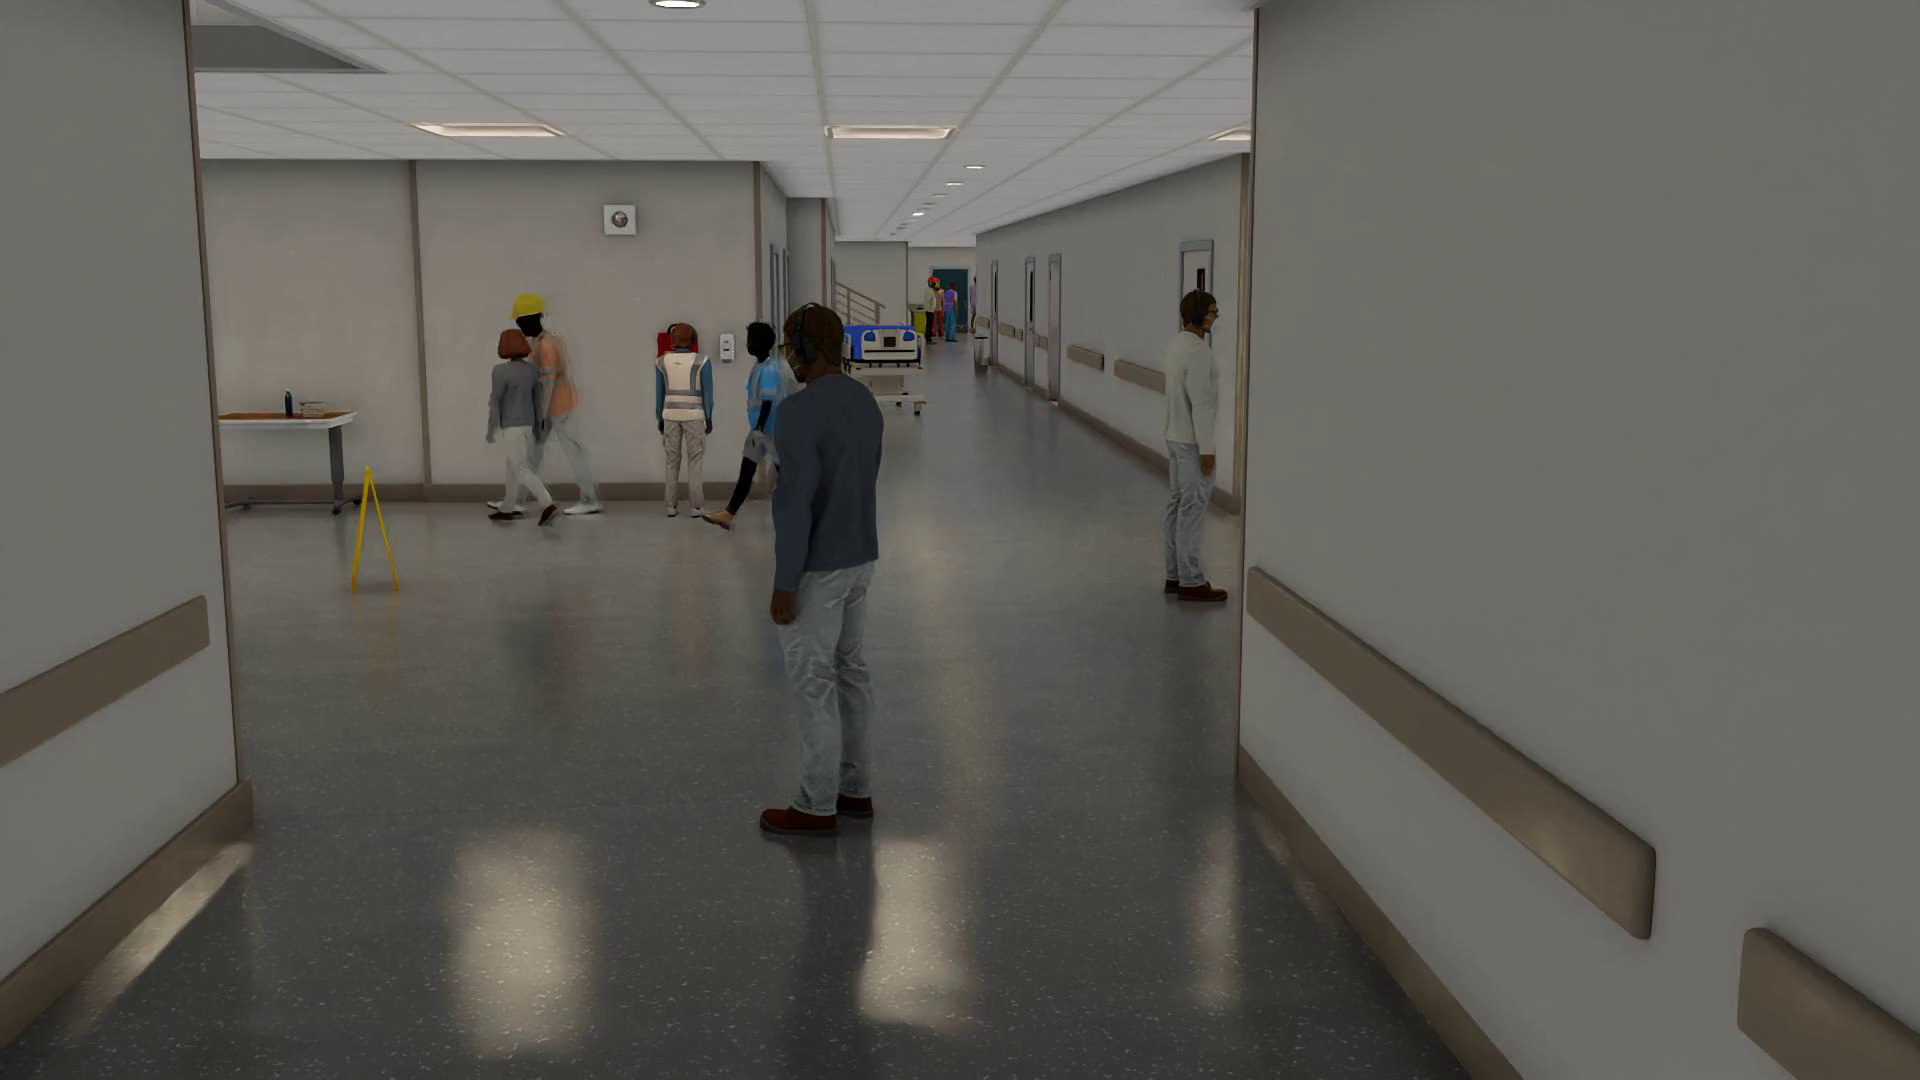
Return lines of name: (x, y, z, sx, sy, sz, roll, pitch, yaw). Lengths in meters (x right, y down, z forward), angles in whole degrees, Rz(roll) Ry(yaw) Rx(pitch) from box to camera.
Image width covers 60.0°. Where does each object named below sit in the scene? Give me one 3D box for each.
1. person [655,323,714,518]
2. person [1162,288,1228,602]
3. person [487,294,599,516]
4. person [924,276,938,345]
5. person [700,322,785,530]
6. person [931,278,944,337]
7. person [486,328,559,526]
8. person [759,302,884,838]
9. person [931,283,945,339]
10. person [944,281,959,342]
person: (-2.311, -1.001, 13.945, 0.510, 1.630, 0.324, 2, 9, 14)
person: (1.458, -0.590, 10.381, 0.372, 1.940, 0.632, -1, 9, -9)
person: (-3.484, -1.110, 13.864, 0.949, 1.859, 0.585, -5, 10, -28)
person: (-0.840, -6.661, 48.362, 0.406, 1.986, 0.607, 1, 9, 8)
person: (-1.591, -0.869, 12.999, 0.856, 1.646, 0.555, -3, 10, -19)
person: (-0.770, -7.611, 54.522, 0.541, 1.928, 0.398, -2, 9, -12)
person: (-3.573, -0.913, 13.481, 0.765, 1.603, 0.503, 4, 10, 24)
person: (-0.491, 0.108, 6.053, 0.389, 1.927, 0.640, 4, 10, 23)
person: (-0.739, -7.241, 52.680, 0.528, 1.767, 0.330, -4, 10, -21)
person: (-0.272, -6.939, 50.570, 0.376, 1.836, 0.566, -7, 11, -36)
